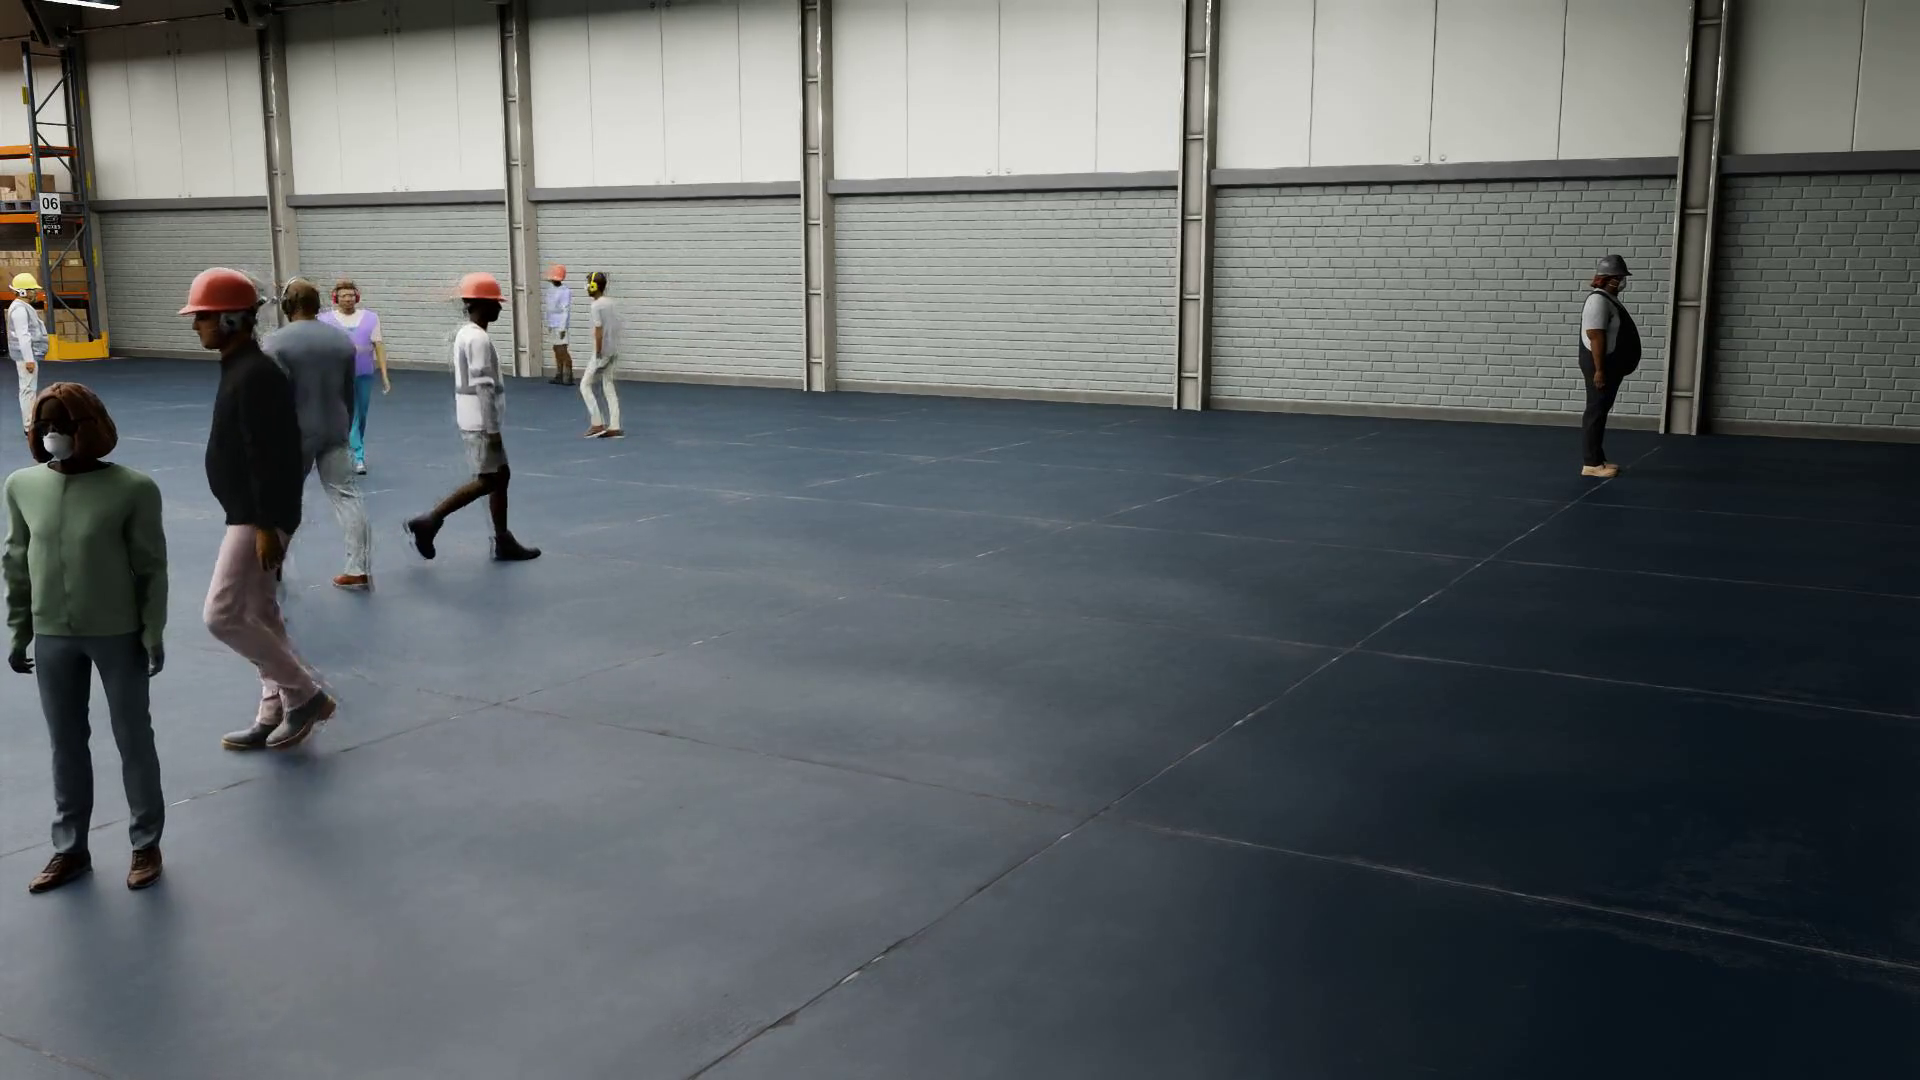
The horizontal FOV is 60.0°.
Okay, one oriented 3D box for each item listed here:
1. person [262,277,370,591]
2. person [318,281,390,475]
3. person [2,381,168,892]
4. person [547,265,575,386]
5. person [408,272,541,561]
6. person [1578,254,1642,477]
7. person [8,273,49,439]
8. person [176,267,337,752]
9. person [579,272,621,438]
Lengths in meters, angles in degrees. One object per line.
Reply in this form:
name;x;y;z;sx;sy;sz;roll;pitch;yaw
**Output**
person;-3.995;-0.644;10.157;1.005;1.886;0.659;7;12;35
person;-5.735;-1.547;15.724;0.588;1.800;0.970;-6;11;-31
person;-2.780;0.311;5.308;0.497;1.634;0.279;-1;10;-3
person;-6.318;-3.352;26.050;0.372;1.888;0.683;-8;13;-40
person;-3.192;-0.778;10.847;0.785;1.918;0.549;-3;10;-19
person;6.005;-1.612;15.379;0.538;2.000;0.684;5;11;25
person;-10.344;-2.042;18.500;0.404;1.835;0.588;-5;11;-26
person;-2.865;-0.096;6.691;0.433;1.974;0.637;-5;11;-26
person;-4.034;-2.051;18.506;0.579;1.847;0.518;3;10;17
